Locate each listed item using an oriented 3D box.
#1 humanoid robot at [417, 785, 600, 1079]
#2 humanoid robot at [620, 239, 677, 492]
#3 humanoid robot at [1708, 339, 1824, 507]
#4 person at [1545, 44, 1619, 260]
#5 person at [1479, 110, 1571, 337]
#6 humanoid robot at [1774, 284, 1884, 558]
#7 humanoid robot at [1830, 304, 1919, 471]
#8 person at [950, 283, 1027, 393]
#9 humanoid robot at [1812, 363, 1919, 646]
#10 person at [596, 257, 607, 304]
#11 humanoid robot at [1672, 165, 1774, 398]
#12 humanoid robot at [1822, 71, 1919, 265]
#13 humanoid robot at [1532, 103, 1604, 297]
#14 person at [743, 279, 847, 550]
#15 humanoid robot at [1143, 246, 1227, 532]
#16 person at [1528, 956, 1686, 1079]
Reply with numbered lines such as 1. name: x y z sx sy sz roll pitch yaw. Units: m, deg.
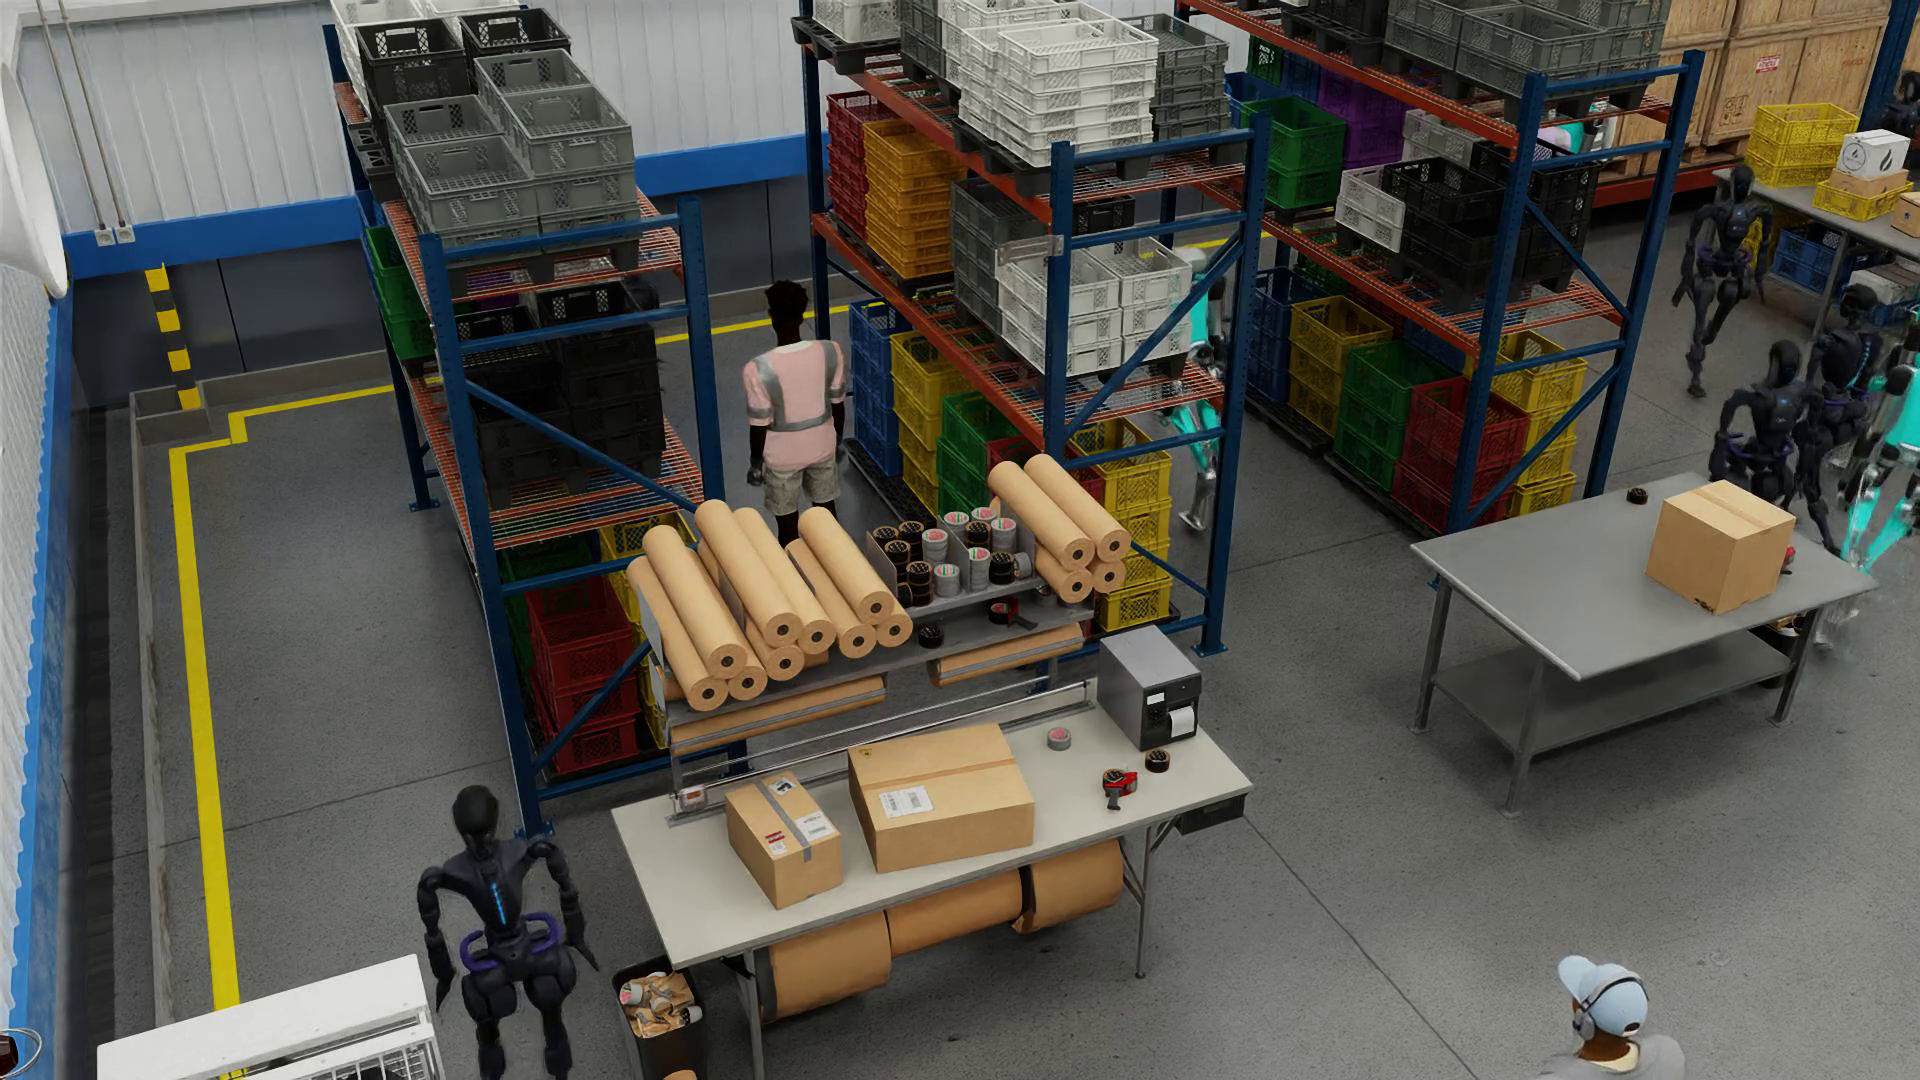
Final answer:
1. humanoid robot: -1.641 1.554 6.099 0.600 1.647 0.342 -13 34 -20
2. humanoid robot: -2.009 -1.114 10.435 0.419 1.639 0.603 -6 32 -9
3. humanoid robot: 4.462 -0.372 9.277 0.611 1.645 0.637 4 32 6
4. person: 5.007 -3.130 13.521 0.569 1.878 0.339 -2 32 -3
5. person: 4.047 -2.385 12.155 0.609 2.042 0.393 1 32 1
6. humanoid robot: 5.162 -0.705 9.826 0.600 1.651 0.755 -12 34 -19
7. humanoid robot: 5.821 -1.121 10.476 0.540 1.870 0.743 -24 39 -34
8. person: 0.219 -1.765 11.379 0.601 1.797 0.800 -11 33 -18
9. humanoid robot: 4.891 -0.126 8.784 0.601 1.759 0.890 23 38 32
10. person: -2.566 -1.562 11.052 0.951 1.797 0.607 2 32 2
11. humanoid robot: 5.359 -1.832 11.654 0.612 1.625 0.786 4 32 7
12. humanoid robot: 7.557 -3.069 13.672 0.613 1.612 0.809 -14 34 -21
13. humanoid robot: 4.444 -2.704 12.868 0.746 1.697 0.530 -6 32 -10
14. person: -0.899 -0.502 9.168 0.602 1.966 0.367 -17 36 -26
15. humanoid robot: 1.424 -0.764 9.880 0.544 1.838 0.819 -12 34 -19
16. person: 1.869 2.014 5.189 0.590 1.851 0.400 -12 34 -19
